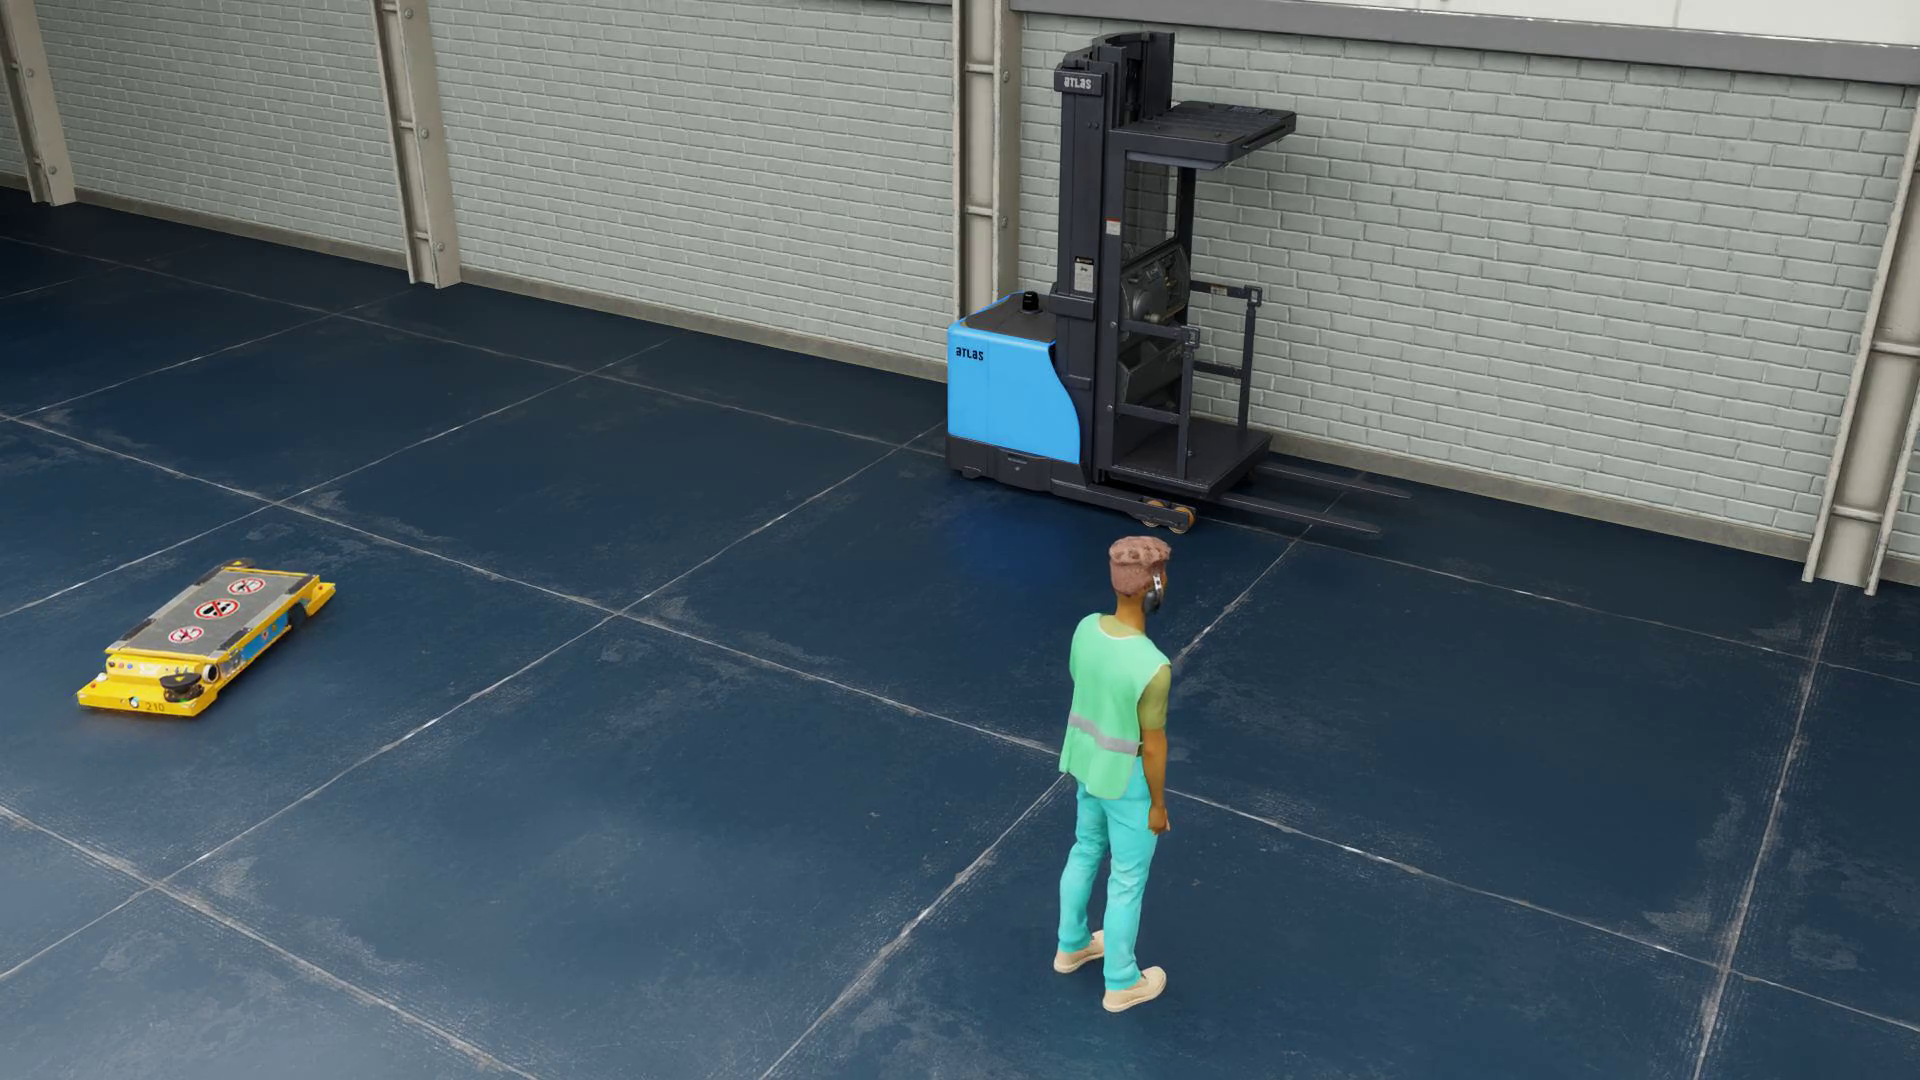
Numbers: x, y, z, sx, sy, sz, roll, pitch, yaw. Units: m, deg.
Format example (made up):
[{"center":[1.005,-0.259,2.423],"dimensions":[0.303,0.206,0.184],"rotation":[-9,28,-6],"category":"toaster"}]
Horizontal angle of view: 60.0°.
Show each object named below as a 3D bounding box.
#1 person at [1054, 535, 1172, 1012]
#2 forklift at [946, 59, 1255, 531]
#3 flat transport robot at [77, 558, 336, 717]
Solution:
[{"center":[0.591,0.901,6.372],"dimensions":[0.389,1.971,0.478],"rotation":[-16,30,-30],"category":"person"},{"center":[0.933,-1.707,10.833],"dimensions":[1.873,2.768,1.129],"rotation":[15,29,28],"category":"forklift"},{"center":[-4.117,0.514,9.171],"dimensions":[0.659,0.231,1.431],"rotation":[5,26,9],"category":"flat transport robot"}]
